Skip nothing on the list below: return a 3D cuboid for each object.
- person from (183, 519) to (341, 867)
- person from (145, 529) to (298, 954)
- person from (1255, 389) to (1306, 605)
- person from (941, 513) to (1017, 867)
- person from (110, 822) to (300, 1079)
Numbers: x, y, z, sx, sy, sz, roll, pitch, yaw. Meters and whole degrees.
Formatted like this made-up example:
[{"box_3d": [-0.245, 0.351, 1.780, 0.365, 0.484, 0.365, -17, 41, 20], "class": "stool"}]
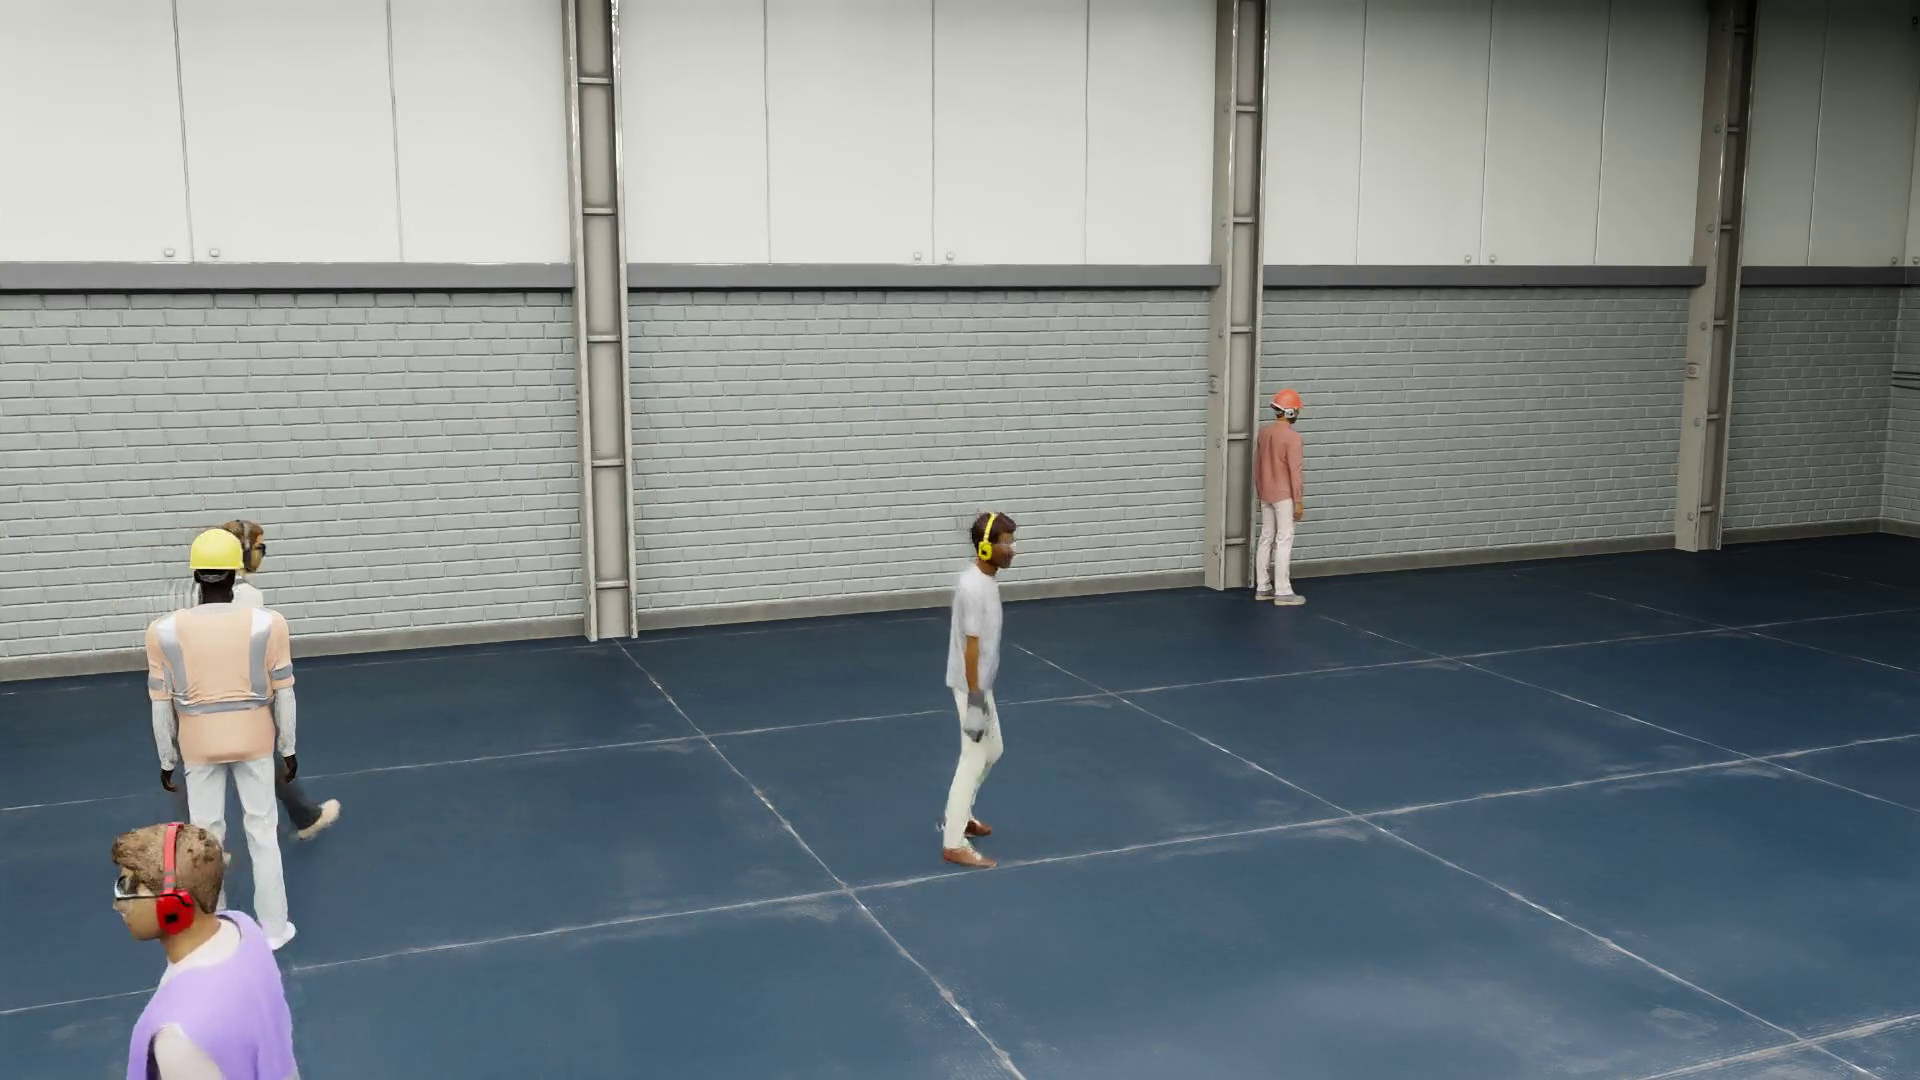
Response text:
[{"box_3d": [-3.671, 0.780, 8.593, 0.532, 1.790, 0.970, 4, 10, 25], "class": "person"}, {"box_3d": [-3.245, 0.909, 7.366, 0.589, 1.927, 0.369, -3, 10, -21], "class": "person"}, {"box_3d": [2.977, -0.401, 15.377, 0.396, 1.993, 0.617, -4, 10, -25], "class": "person"}, {"box_3d": [0.069, 0.761, 8.618, 0.490, 1.838, 0.666, 1, 9, 8], "class": "person"}, {"box_3d": [-1.674, 1.517, 3.869, 0.732, 1.825, 0.580, -1, 9, -8], "class": "person"}]
